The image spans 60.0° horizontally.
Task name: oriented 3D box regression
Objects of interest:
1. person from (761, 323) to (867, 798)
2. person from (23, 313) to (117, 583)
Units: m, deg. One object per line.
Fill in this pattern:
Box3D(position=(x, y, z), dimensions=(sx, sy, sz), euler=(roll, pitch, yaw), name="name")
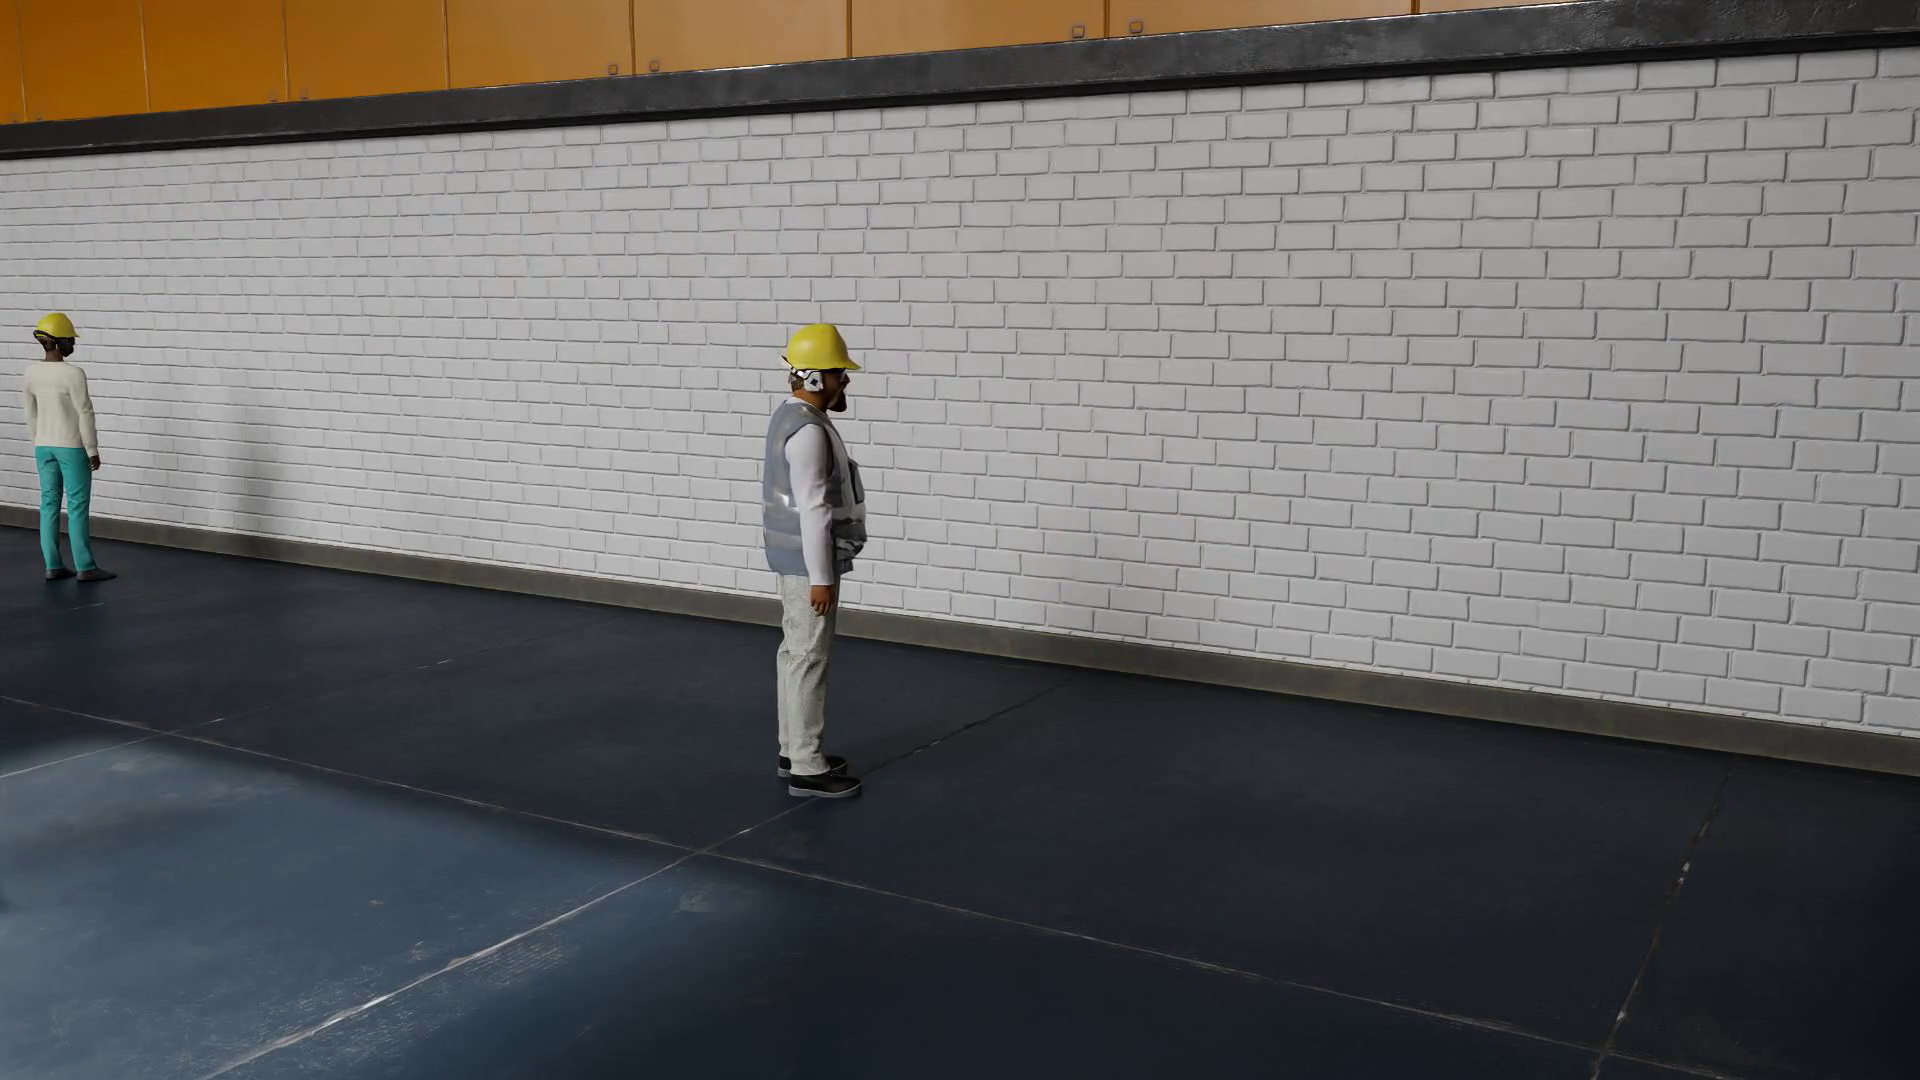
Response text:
Box3D(position=(-0.564, 0.075, 6.499), dimensions=(0.403, 1.831, 0.597), euler=(-2, 9, -12), name="person")
Box3D(position=(-5.865, -0.597, 10.905), dimensions=(0.523, 1.769, 0.309), euler=(3, 10, 17), name="person")
